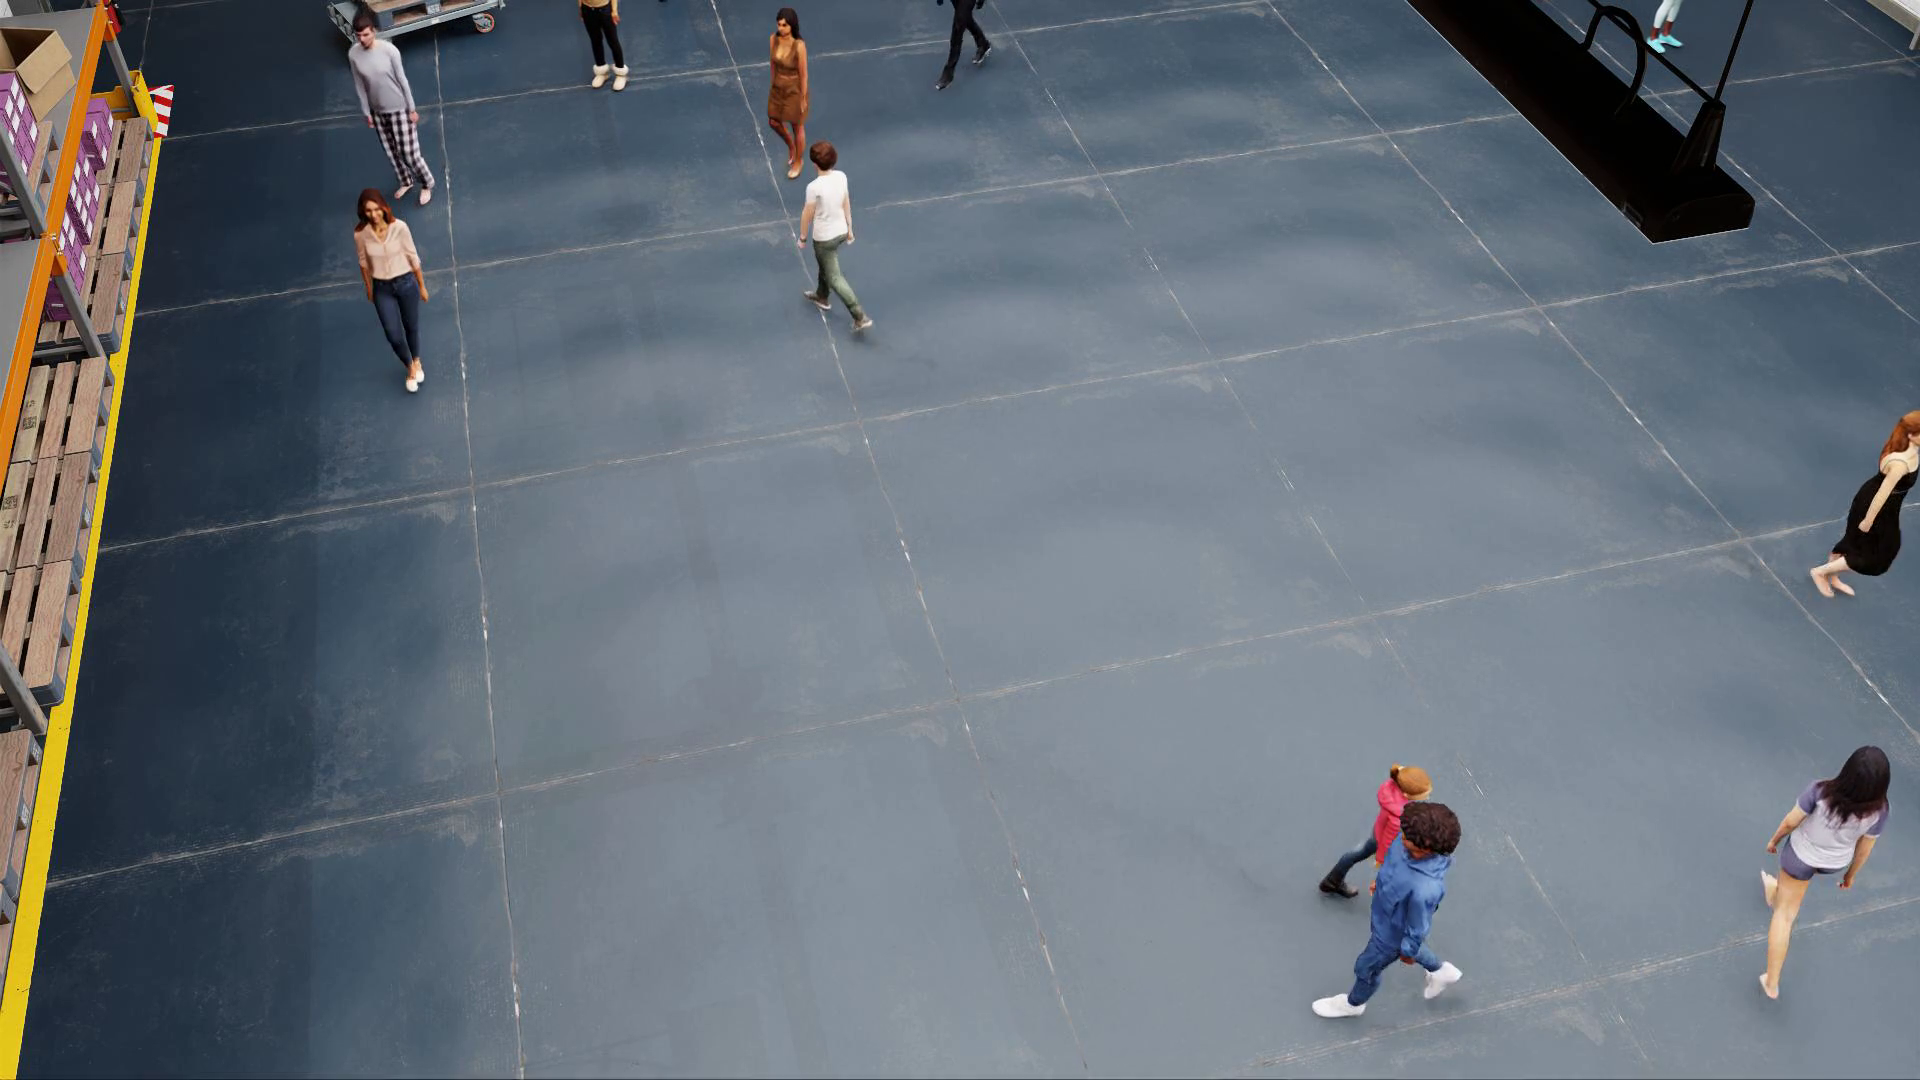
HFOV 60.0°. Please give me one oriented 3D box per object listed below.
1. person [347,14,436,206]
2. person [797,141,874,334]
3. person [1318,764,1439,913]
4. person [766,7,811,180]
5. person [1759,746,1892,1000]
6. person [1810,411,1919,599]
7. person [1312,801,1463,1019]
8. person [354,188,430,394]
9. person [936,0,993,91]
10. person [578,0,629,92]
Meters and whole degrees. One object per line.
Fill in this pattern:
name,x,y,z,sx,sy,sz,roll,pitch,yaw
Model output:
person,-5.113,-3.892,14.924,0.723,1.835,0.749,4,44,4
person,-1.008,-2.425,13.537,1.159,1.622,0.980,30,51,27
person,2.372,1.681,9.477,0.824,1.279,0.912,9,44,10
person,-1.516,-4.130,15.287,0.712,1.678,0.774,23,48,23
person,4.649,1.799,9.056,1.001,1.687,1.230,12,45,12
person,6.126,-0.265,11.274,0.803,1.618,0.743,24,48,23
person,2.405,1.973,8.804,0.980,1.785,1.062,3,44,3
person,-4.416,-2.020,13.000,0.621,1.778,0.630,-12,45,-13
person,0.077,-5.471,16.639,1.186,1.756,1.169,27,50,25
person,-3.593,-5.292,16.521,0.668,1.659,0.699,12,45,13
